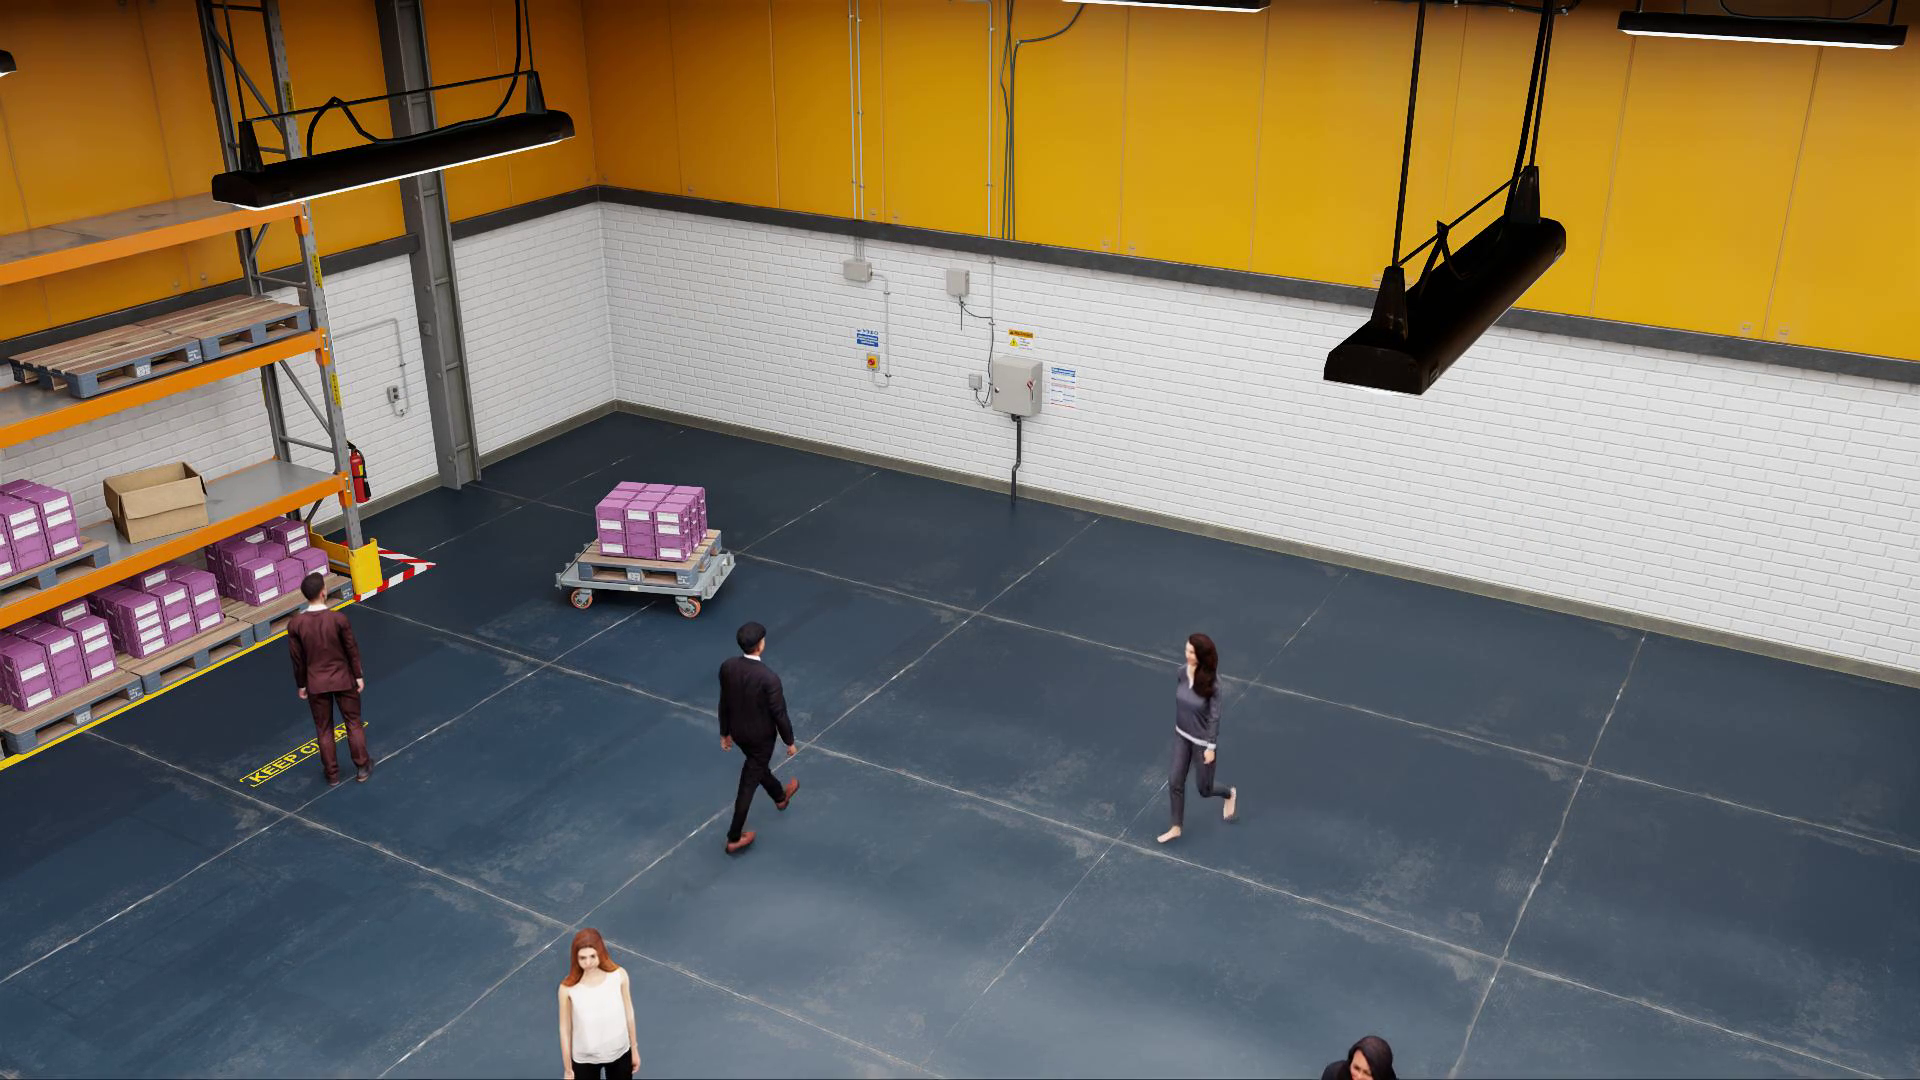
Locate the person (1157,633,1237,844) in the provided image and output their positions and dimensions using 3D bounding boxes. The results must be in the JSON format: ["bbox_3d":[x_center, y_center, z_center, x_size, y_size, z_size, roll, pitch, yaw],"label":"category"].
[{"bbox_3d":[1.884,1.520,12.880,1.047,1.748,0.783,-21,31,-39],"label":"person"}]

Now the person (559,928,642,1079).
[{"bbox_3d":[-2.080,2.964,9.611,0.634,1.721,0.719,-9,25,-19],"label":"person"}]

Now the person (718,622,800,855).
[{"bbox_3d":[-1.640,1.552,12.709,0.747,1.828,1.169,14,27,29],"label":"person"}]

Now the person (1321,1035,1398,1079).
[{"bbox_3d":[2.168,3.292,9.041,0.711,1.577,1.114,16,28,32],"label":"person"}]

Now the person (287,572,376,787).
[{"bbox_3d":[-5.143,1.147,13.592,0.775,1.863,0.833,-6,24,-13],"label":"person"}]
